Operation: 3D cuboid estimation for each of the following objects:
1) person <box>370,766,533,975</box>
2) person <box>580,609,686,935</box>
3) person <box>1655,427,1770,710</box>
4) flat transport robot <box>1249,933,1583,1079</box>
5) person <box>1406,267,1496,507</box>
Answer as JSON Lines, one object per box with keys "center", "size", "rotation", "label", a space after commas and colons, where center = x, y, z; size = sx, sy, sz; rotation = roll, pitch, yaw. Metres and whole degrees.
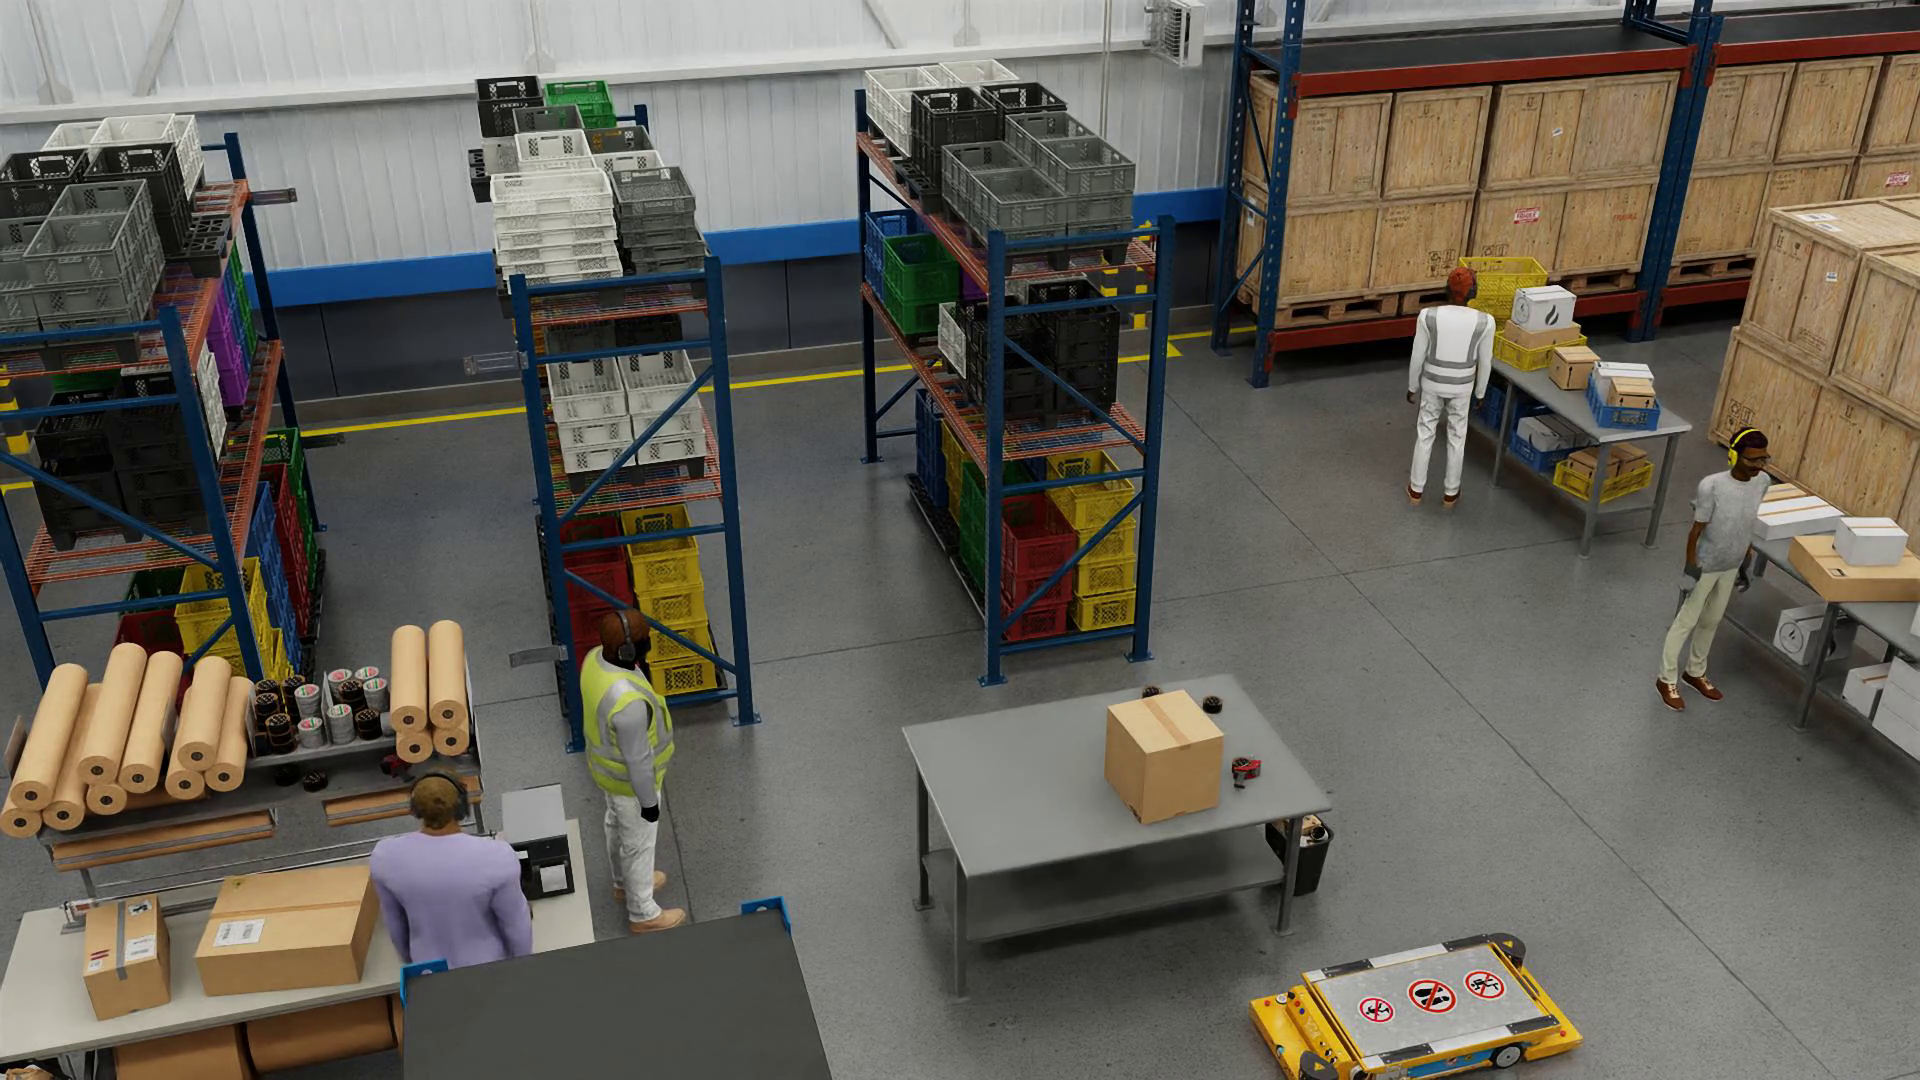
{"center": [-2.131, 1.802, 7.154], "size": [0.625, 1.931, 0.373], "rotation": [1, 29, 1], "label": "person"}
{"center": [-1.651, 1.162, 8.412], "size": [0.431, 1.837, 0.628], "rotation": [-14, 32, -24], "label": "person"}
{"center": [4.642, 0.171, 10.175], "size": [0.508, 1.872, 0.329], "rotation": [-10, 30, -17], "label": "person"}
{"center": [2.184, 2.282, 7.980], "size": [1.431, 0.197, 0.652], "rotation": [-8, 30, -14], "label": "flat transport robot"}
{"center": [3.676, -1.147, 12.557], "size": [0.579, 1.882, 0.342], "rotation": [8, 30, 15], "label": "person"}
